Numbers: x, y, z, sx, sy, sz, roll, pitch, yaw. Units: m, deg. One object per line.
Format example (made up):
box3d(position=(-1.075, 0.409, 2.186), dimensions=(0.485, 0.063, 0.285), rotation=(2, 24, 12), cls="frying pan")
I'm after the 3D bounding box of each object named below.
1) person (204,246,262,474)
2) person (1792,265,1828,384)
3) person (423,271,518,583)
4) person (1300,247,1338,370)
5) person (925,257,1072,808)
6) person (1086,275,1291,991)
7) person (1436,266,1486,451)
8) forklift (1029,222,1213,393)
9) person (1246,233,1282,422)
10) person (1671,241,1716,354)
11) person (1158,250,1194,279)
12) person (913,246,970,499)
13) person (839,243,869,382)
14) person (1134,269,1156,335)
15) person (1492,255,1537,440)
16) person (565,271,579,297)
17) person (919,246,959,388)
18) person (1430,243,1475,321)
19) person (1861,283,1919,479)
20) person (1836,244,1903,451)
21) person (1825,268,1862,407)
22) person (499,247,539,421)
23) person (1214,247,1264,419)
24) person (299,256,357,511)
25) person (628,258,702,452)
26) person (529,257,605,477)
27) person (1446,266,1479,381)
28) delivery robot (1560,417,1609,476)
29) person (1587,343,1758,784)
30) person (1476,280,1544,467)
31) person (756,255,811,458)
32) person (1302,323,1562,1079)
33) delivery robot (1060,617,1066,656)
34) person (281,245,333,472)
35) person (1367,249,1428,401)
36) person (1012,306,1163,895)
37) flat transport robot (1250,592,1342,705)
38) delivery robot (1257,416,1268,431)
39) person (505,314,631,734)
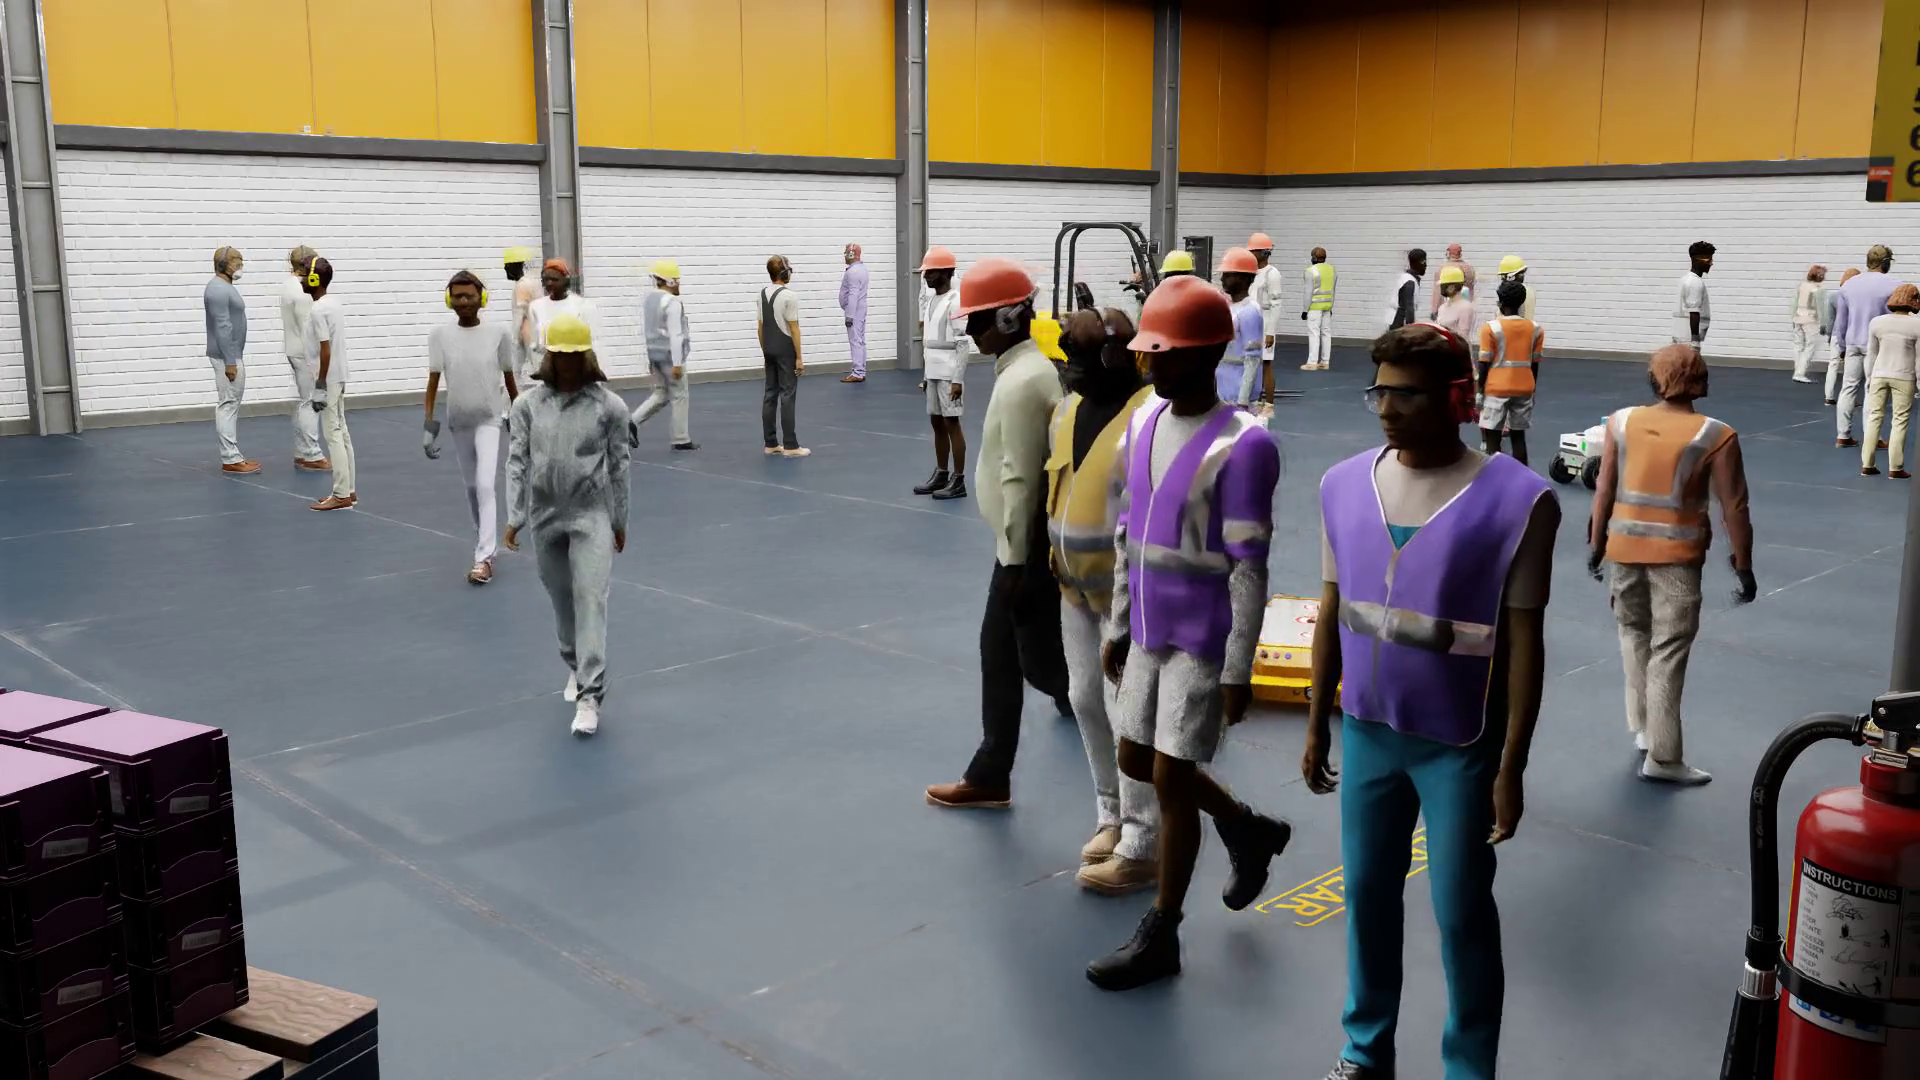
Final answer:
box3d(position=(-6.212, -1.526, 14.162), dimensions=(0.371, 1.934, 0.627), rotation=(-4, 11, -20), cls="person")
box3d(position=(11.596, -2.950, 22.786), dimensions=(0.433, 1.616, 0.614), rotation=(-2, 11, -8), cls="person")
box3d(position=(-2.904, -0.691, 9.935), dimensions=(0.552, 1.821, 0.994), rotation=(-1, 10, -4), cls="person")
box3d(position=(5.375, -3.474, 25.034), dimensions=(0.624, 1.845, 0.430), rotation=(-7, 12, -33), cls="person")
box3d(position=(0.332, 0.012, 5.722), dimensions=(0.848, 1.961, 0.639), rotation=(1, 10, 5), cls="person")
box3d(position=(0.650, 0.242, 4.544), dimensions=(0.712, 1.920, 0.554), rotation=(-6, 12, -29), cls="person")
box3d(position=(4.580, -1.652, 15.337), dimensions=(0.723, 1.744, 0.524), rotation=(-4, 11, -19), cls="person")
box3d(position=(1.935, -2.847, 20.651), dimensions=(2.313, 2.155, 1.214), rotation=(2, 11, 13), cls="forklift")
box3d(position=(3.238, -2.299, 18.071), dimensions=(0.386, 2.041, 0.615), rotation=(-3, 11, -16), cls="person")
box3d(position=(7.540, -2.094, 17.173), dimensions=(0.373, 1.963, 0.607), rotation=(2, 11, 13), cls="person")
box3d(position=(1.842, -1.434, 13.745), dimensions=(0.821, 1.901, 0.612), rotation=(-5, 11, -23), cls="person")
box3d(position=(-0.149, -1.281, 12.812), dimensions=(0.364, 1.935, 0.553), rotation=(-6, 12, -28), cls="person")
box3d(position=(-1.475, -3.133, 22.998), dimensions=(0.408, 1.908, 0.644), rotation=(1, 10, 8), cls="person")
box3d(position=(2.361, -2.772, 21.884), dimensions=(0.831, 1.590, 0.491), rotation=(2, 11, 10), cls="person")
box3d(position=(5.464, -1.905, 16.518), dimensions=(0.403, 1.827, 0.588), rotation=(9, 13, 39), cls="person")
box3d(position=(-4.533, -2.223, 18.661), dimensions=(0.626, 1.680, 0.544), rotation=(-10, 15, -44), cls="person")
box3d(position=(-0.290, -2.936, 21.979), dimensions=(0.586, 1.882, 0.341), rotation=(6, 12, 29), cls="person")
box3d(position=(7.214, -3.397, 24.434), dimensions=(0.651, 1.905, 0.402), rotation=(-2, 11, -12), cls="person")
box3d(position=(7.814, -1.324, 13.901), dimensions=(0.279, 1.624, 0.494), rotation=(-8, 13, -37), cls="person")
box3d(position=(8.583, -1.814, 15.717), dimensions=(0.369, 1.938, 0.630), rotation=(-5, 12, -27), cls="person")
box3d(position=(10.509, -2.394, 19.702), dimensions=(0.274, 1.636, 0.507), rotation=(-6, 12, -29), cls="person")
box3d(position=(-4.764, -2.194, 17.939), dimensions=(0.978, 1.877, 0.592), rotation=(-3, 11, -15), cls="person")
box3d(position=(1.870, -1.007, 11.303), dimensions=(0.346, 1.942, 0.550), rotation=(-1, 10, -4), cls="person")
box3d(position=(-4.682, -1.149, 12.275), dimensions=(0.333, 1.873, 0.520), rotation=(-1, 10, -6), cls="person")
box3d(position=(-2.785, -1.695, 15.426), dimensions=(0.686, 1.814, 0.601), rotation=(-8, 13, -36), cls="person")
box3d(position=(-3.043, -1.246, 12.897), dimensions=(0.595, 1.867, 0.839), rotation=(3, 11, 18), cls="person")
box3d(position=(6.860, -2.976, 22.980), dimensions=(0.888, 1.592, 0.531), rotation=(-4, 11, -19), cls="person")
box3d(position=(5.230, -0.754, 13.455), dimensions=(0.707, 0.478, 0.477), rotation=(-3, 11, -17), cls="delivery robot")
box3d(position=(2.687, 0.080, 6.246), dimensions=(0.507, 1.621, 0.600), rotation=(-8, 13, -38), cls="person")
box3d(position=(4.132, -1.110, 12.560), dimensions=(0.538, 1.689, 0.324), rotation=(-3, 11, -16), cls="person")
box3d(position=(-1.627, -1.670, 15.184), dimensions=(0.508, 1.847, 0.345), rotation=(8, 13, 39), cls="person")
box3d(position=(1.030, 0.438, 3.709), dimensions=(0.404, 1.836, 0.566), rotation=(-10, 14, -42), cls="person")
box3d(position=(0.774, 0.425, 7.027), dimensions=(0.707, 0.478, 0.477), rotation=(2, 11, 14), cls="delivery robot")
box3d(position=(-5.597, -1.552, 14.299), dimensions=(0.387, 1.936, 0.654), rotation=(-6, 12, -30), cls="person")
box3d(position=(5.410, -2.569, 20.044), dimensions=(0.972, 1.857, 0.616), rotation=(5, 12, 26), cls="person")
box3d(position=(0.488, 0.170, 5.314), dimensions=(0.456, 1.815, 0.653), rotation=(-7, 12, -33), cls="person")
box3d(position=(1.670, 0.485, 7.729), dimensions=(0.652, 0.197, 1.431), rotation=(3, 11, 14), cls="flat transport robot")
box3d(position=(2.475, -1.035, 14.984), dimensions=(0.477, 0.478, 0.707), rotation=(-4, 11, -20), cls="delivery robot")
box3d(position=(-1.632, -0.091, 6.965), dimensions=(0.491, 1.701, 0.837), rotation=(0, 10, 2), cls="person")
